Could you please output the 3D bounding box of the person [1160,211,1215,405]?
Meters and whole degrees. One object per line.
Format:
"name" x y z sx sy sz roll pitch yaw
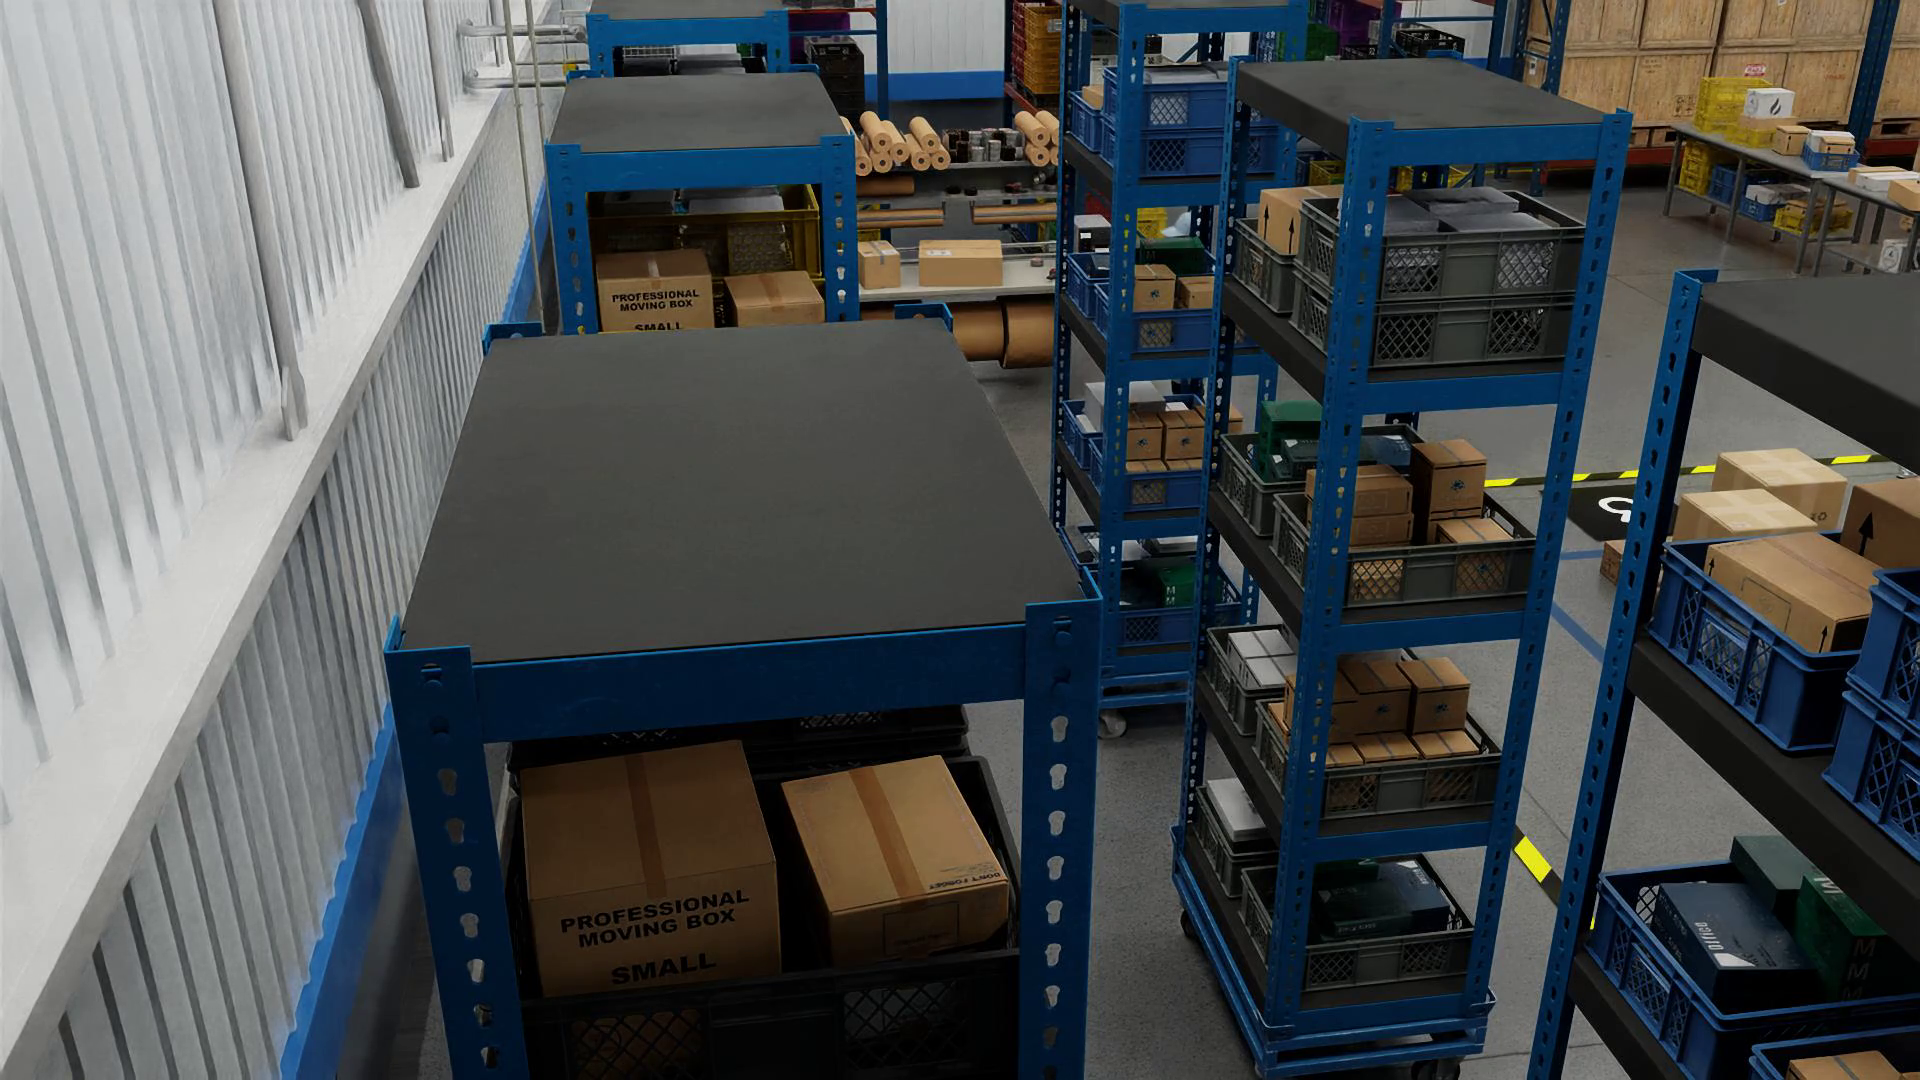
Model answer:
"person" 1.516 -1.311 11.255 0.384 1.849 0.596 -5 25 -11

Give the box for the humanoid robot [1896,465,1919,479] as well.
"humanoid robot" 6.425 -1.142 10.869 0.735 1.673 0.533 -11 27 -22
